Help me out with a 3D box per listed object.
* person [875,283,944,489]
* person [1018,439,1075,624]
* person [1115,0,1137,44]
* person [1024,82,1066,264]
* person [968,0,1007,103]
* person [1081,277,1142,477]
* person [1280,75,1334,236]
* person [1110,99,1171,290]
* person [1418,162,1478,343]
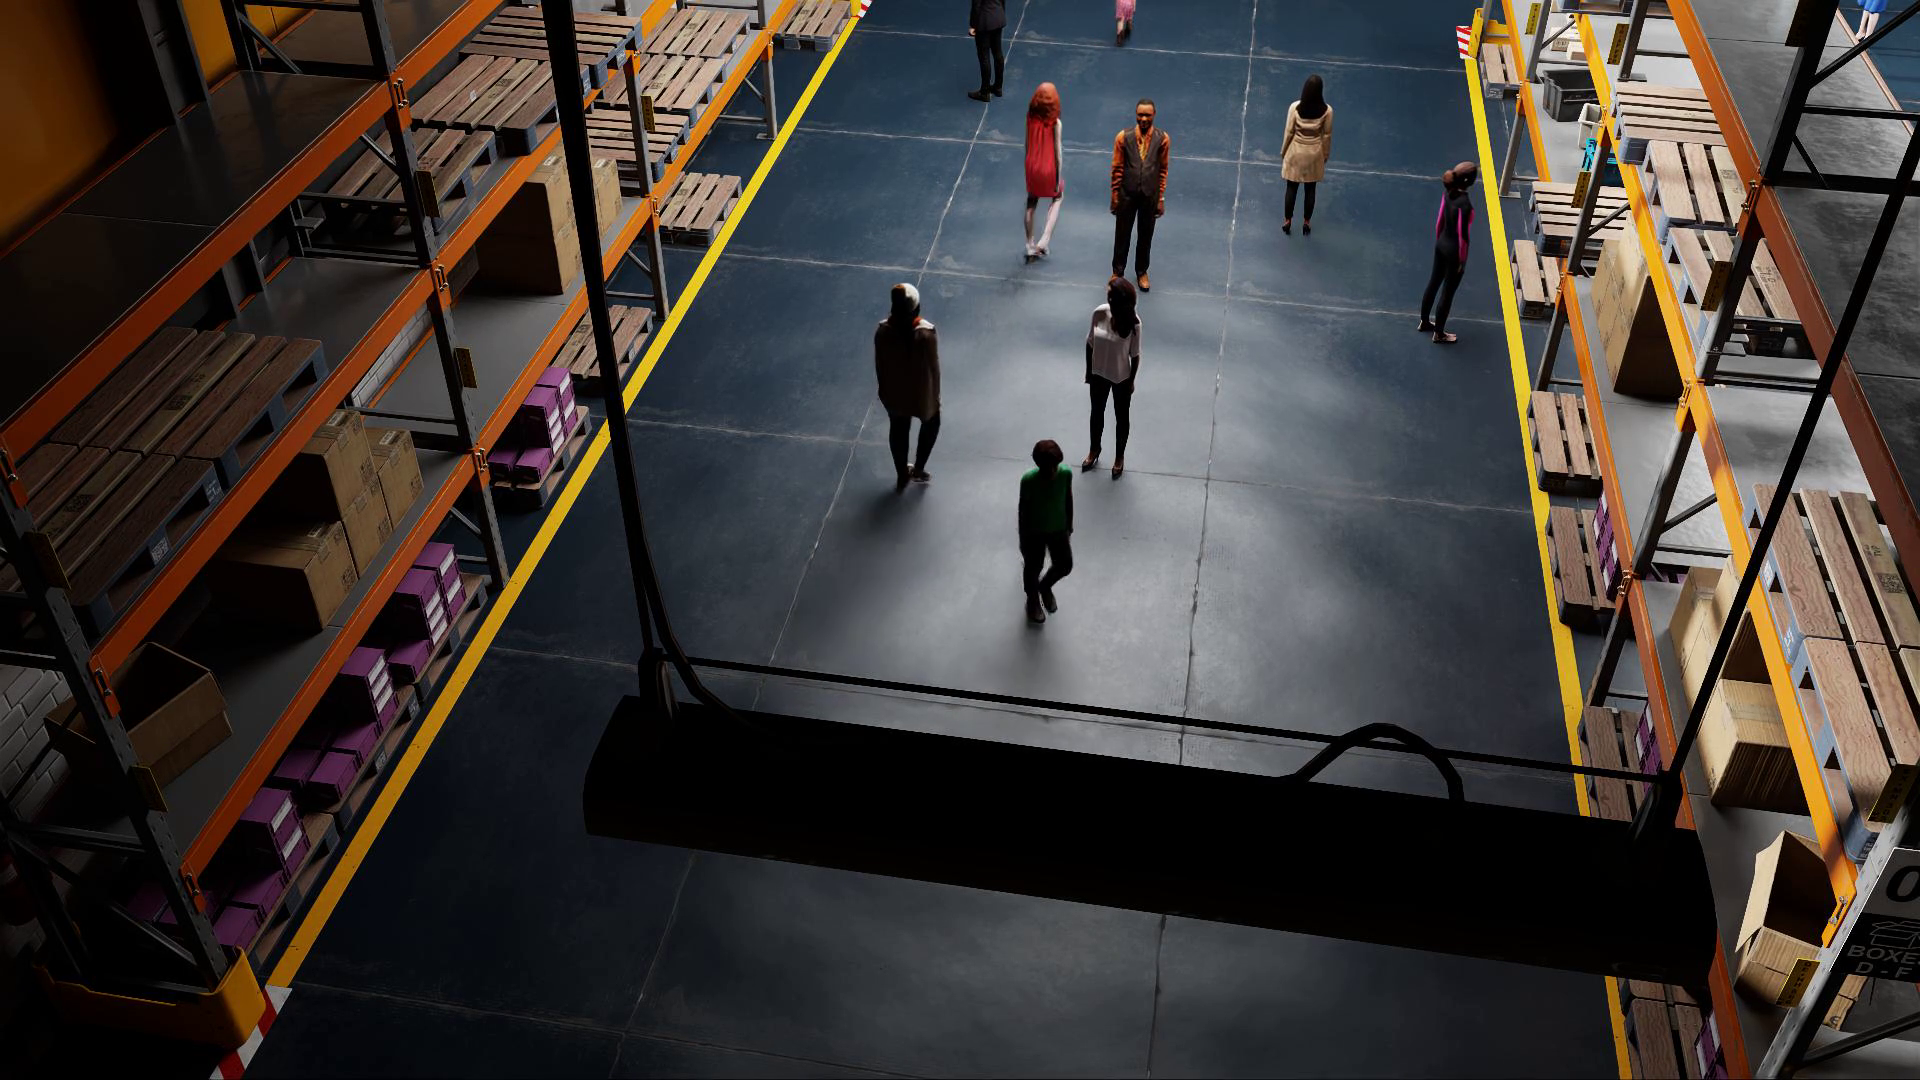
[{"bbox_3d":[-0.426,-1.174,13.164,0.718,1.882,0.663,9,39,11],"label":"person"},{"bbox_3d":[0.579,-0.129,12.054,0.726,1.634,0.765,-11,40,-13],"label":"person"},{"bbox_3d":[2.057,-6.709,20.792,0.479,1.011,0.754,10,40,13],"label":"person"},{"bbox_3d":[0.756,-3.516,16.153,0.708,1.812,0.722,19,43,23],"label":"person"},{"bbox_3d":[0.326,-6.027,19.232,0.753,1.891,0.845,-31,48,-33],"label":"person"},{"bbox_3d":[1.231,-1.328,13.426,0.661,1.795,0.613,17,42,20],"label":"person"},{"bbox_3d":[3.460,-3.855,16.681,0.638,1.682,0.513,7,39,8],"label":"person"},{"bbox_3d":[1.692,-3.285,15.787,0.716,1.907,0.635,2,39,3],"label":"person"},{"bbox_3d":[4.446,-2.622,15.081,0.720,1.752,0.643,-13,40,-16],"label":"person"}]
